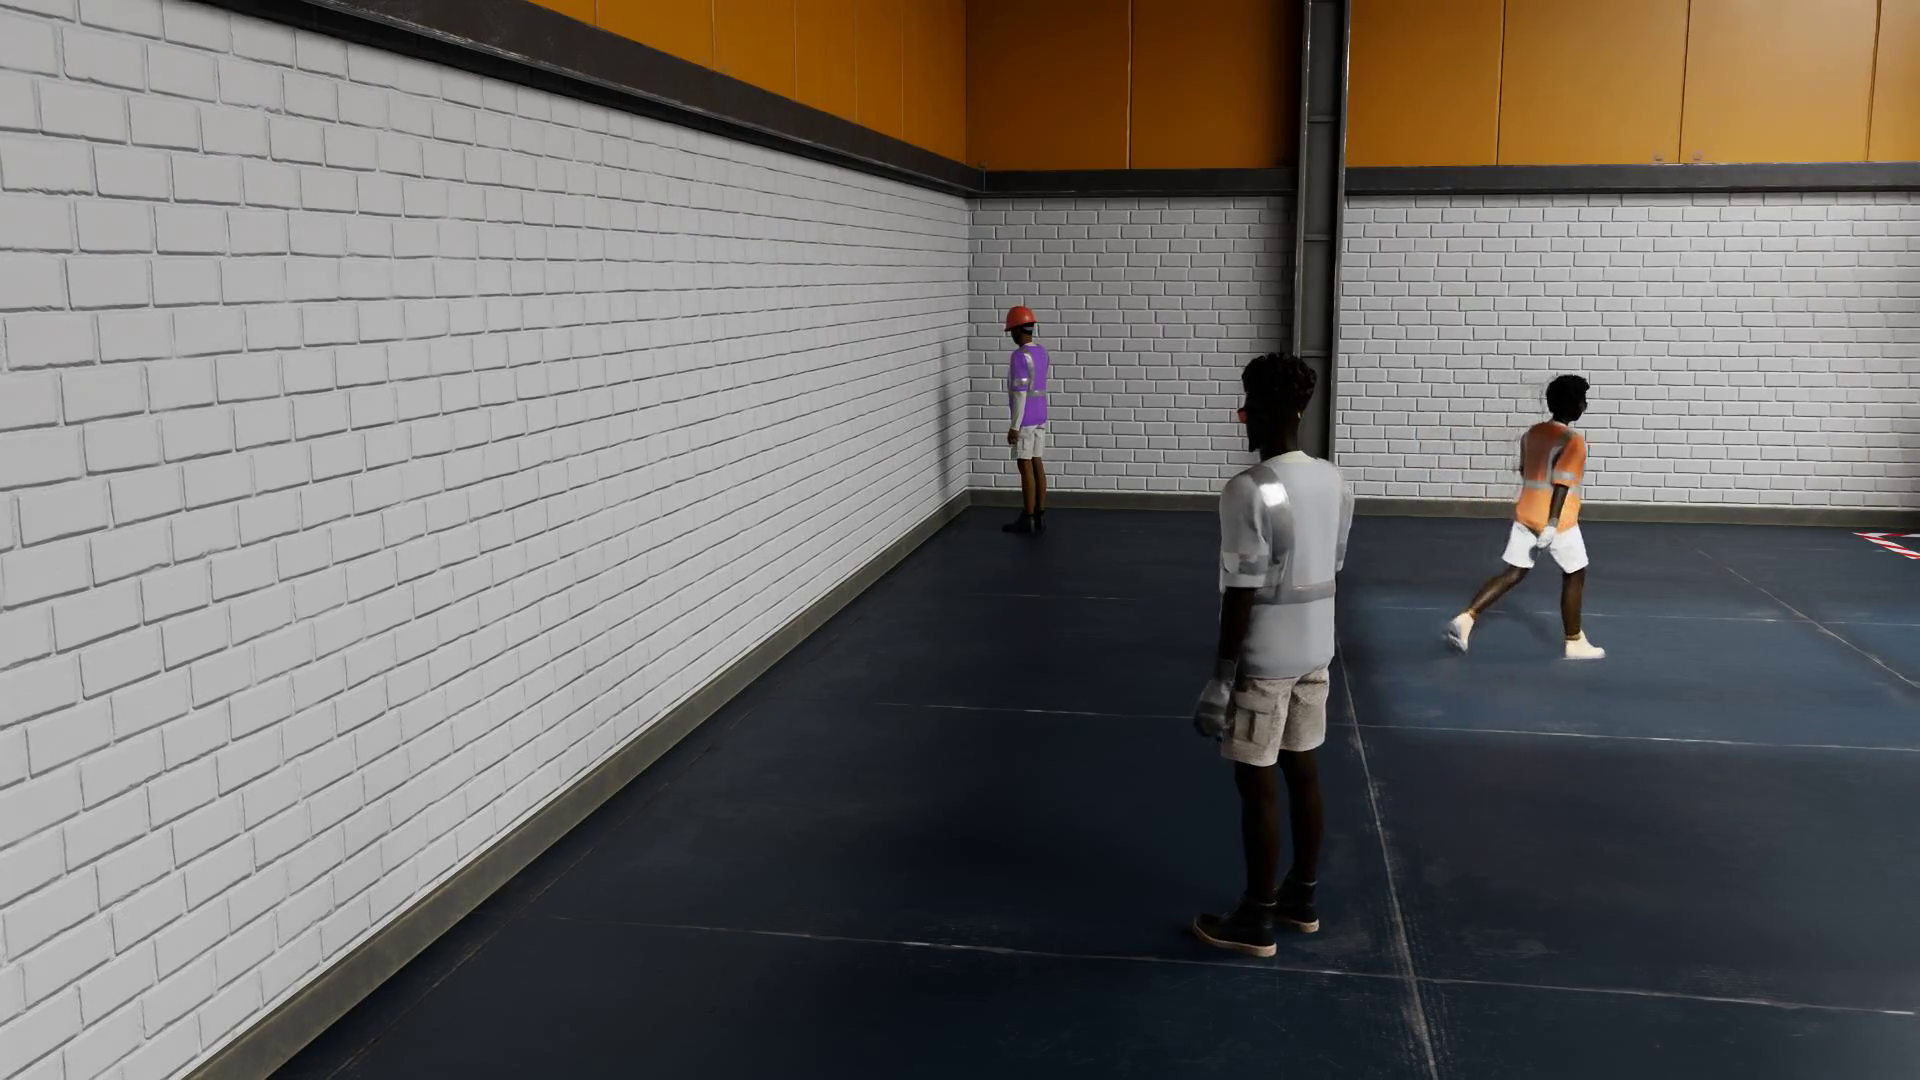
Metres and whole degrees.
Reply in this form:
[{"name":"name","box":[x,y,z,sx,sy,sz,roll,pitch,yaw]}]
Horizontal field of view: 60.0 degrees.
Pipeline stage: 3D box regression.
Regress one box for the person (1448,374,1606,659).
[{"name":"person","box":[3.254,-0.117,9.423,0.867,1.655,0.526,-3,10,-16]}]

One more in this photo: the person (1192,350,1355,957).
[{"name":"person","box":[1.021,0.368,5.437,0.369,1.966,0.614,9,13,44]}]

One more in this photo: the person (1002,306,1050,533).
[{"name":"person","box":[0.543,-1.020,14.167,0.383,1.927,0.543,5,10,28]}]
